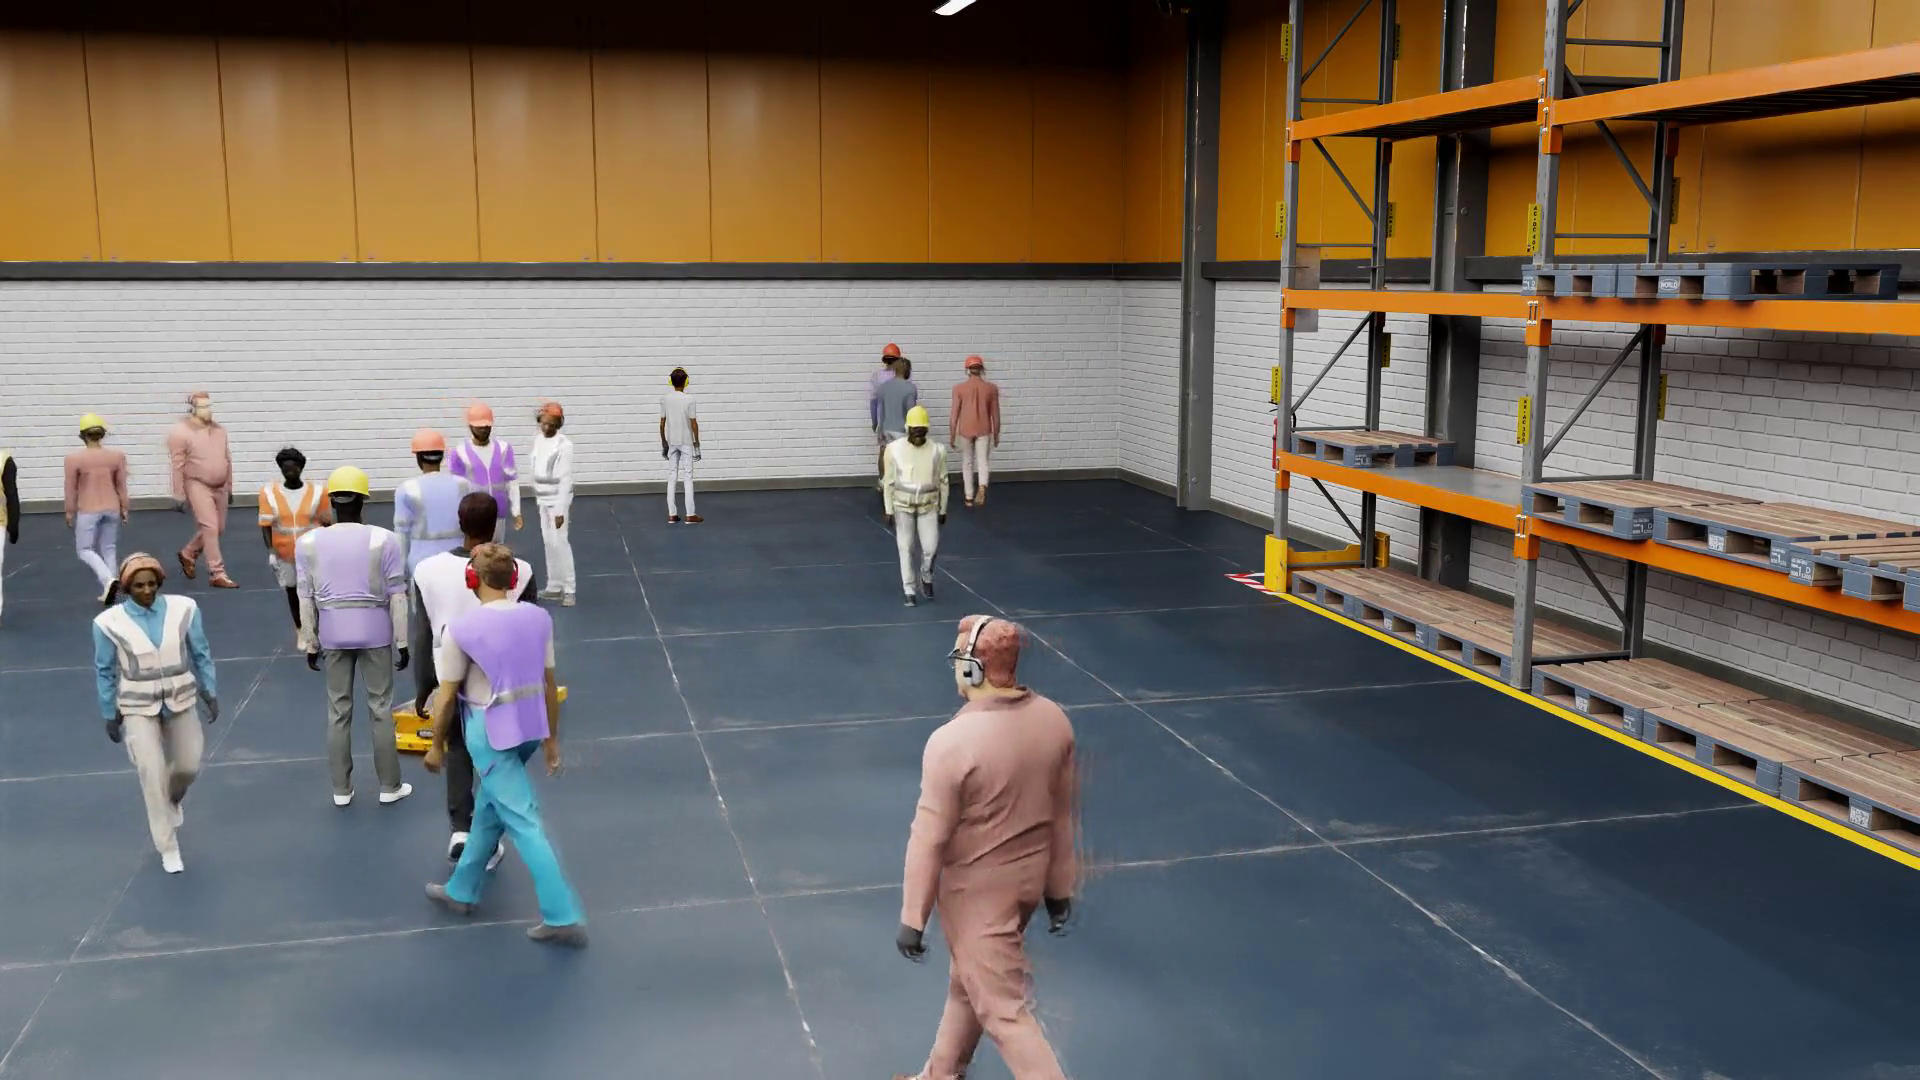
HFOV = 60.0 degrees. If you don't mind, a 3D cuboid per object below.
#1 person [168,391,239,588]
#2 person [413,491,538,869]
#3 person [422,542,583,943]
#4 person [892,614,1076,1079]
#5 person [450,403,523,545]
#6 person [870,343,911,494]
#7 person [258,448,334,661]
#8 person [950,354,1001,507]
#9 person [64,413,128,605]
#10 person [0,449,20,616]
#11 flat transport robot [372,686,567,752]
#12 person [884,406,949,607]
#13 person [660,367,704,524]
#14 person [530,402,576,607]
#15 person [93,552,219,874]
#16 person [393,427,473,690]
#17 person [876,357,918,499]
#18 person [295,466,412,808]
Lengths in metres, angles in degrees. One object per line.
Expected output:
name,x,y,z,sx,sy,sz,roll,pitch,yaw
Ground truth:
person,-7.248,-0.490,15.889,0.822,1.883,0.650,4,10,23
person,-2.399,0.707,8.321,0.629,1.901,0.450,-1,9,-6
person,-2.073,0.902,7.502,0.991,1.780,0.554,5,10,28
person,0.120,1.172,5.572,0.993,1.863,0.652,8,12,40
person,-4.089,-0.245,14.394,0.550,1.872,1.036,-6,11,-35
person,-0.913,-1.632,22.486,0.612,2.046,0.370,3,10,18
person,-5.125,0.108,12.858,0.534,1.636,0.902,-3,9,-16
person,0.199,-1.375,21.138,0.654,1.969,0.769,0,9,-2
person,-7.672,-0.258,14.850,0.582,1.754,0.537,7,11,36
person,-8.232,-0.144,13.967,0.621,1.810,0.867,-2,9,-14
flat transport robot,-3.189,1.106,10.925,0.652,0.197,1.431,2,9,11
person,-0.392,-0.299,14.907,0.592,1.817,0.422,-1,9,-6
person,-3.331,-1.128,19.884,0.532,1.874,0.321,3,10,18
person,-3.687,-0.328,14.993,0.350,1.856,0.719,-8,12,-40
person,-4.080,0.834,8.418,0.551,1.618,0.610,-8,12,-40
person,-3.674,0.170,11.637,0.556,1.917,0.428,-8,12,-40
person,-0.838,-1.388,21.381,0.666,1.915,0.622,8,12,42
person,-3.376,0.545,9.304,0.584,1.919,0.375,-1,9,-7
